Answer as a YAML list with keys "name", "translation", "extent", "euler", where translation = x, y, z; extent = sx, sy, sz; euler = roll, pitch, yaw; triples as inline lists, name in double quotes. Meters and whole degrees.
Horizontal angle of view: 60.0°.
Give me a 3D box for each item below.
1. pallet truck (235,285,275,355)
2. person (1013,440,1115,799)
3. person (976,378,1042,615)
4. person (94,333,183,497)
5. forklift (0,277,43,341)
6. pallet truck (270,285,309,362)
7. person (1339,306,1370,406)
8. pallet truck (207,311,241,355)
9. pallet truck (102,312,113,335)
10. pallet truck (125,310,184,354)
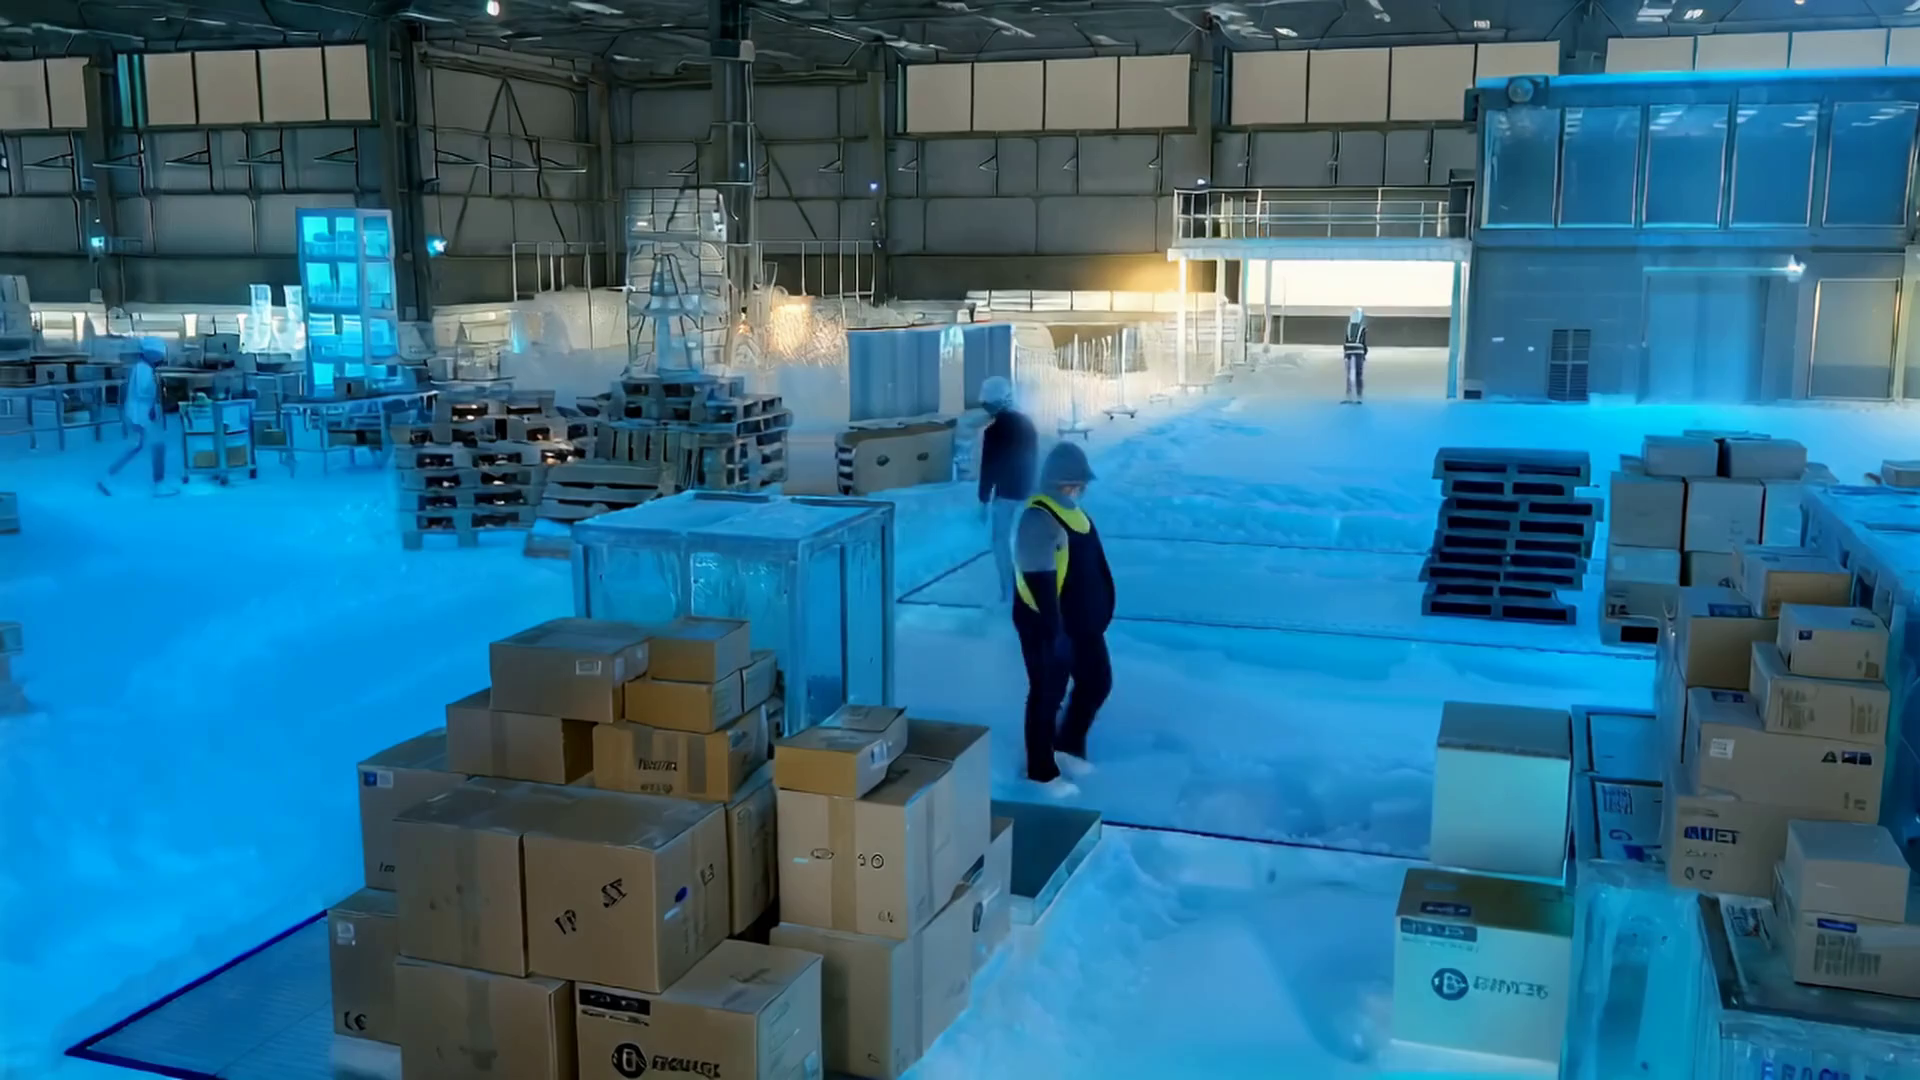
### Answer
- name: "pallet truck"
  translation: [-18.327, -5.835, 44.421]
  extent: [0.823, 1.965, 1.885]
  euler: [4, 11, 23]
- name: "person"
  translation: [0.570, 0.428, 9.031]
  extent: [0.542, 2.000, 0.702]
  euler: [5, 11, 26]
- name: "person"
  translation: [0.434, -0.368, 13.800]
  extent: [0.424, 1.962, 0.722]
  euler: [9, 14, 42]
- name: "person"
  translation: [-9.903, -1.474, 19.906]
  extent: [0.896, 1.997, 0.623]
  euler: [-8, 13, -38]
- name: "forklift"
  translation: [-27.151, -6.329, 46.328]
  extent: [1.157, 1.987, 2.680]
  euler: [3, 11, 17]
- name: "pallet truck"
  translation: [-17.147, -5.700, 43.663]
  extent: [0.823, 1.965, 1.885]
  euler: [3, 11, 17]
- name: "person"
  translation: [7.478, -3.480, 31.472]
  extent: [0.355, 1.887, 0.574]
  euler: [-7, 12, -35]
- name: "pallet truck"
  translation: [-19.537, -5.575, 44.913]
  extent: [0.653, 1.274, 1.630]
  euler: [3, 11, 19]
- name: "pallet truck"
  translation: [-23.057, -5.777, 46.261]
  extent: [0.680, 1.201, 1.601]
  euler: [3, 11, 19]
- name: "pallet truck"
  translation: [-22.038, -5.665, 45.457]
  extent: [0.704, 1.261, 1.522]
  euler: [3, 11, 17]
